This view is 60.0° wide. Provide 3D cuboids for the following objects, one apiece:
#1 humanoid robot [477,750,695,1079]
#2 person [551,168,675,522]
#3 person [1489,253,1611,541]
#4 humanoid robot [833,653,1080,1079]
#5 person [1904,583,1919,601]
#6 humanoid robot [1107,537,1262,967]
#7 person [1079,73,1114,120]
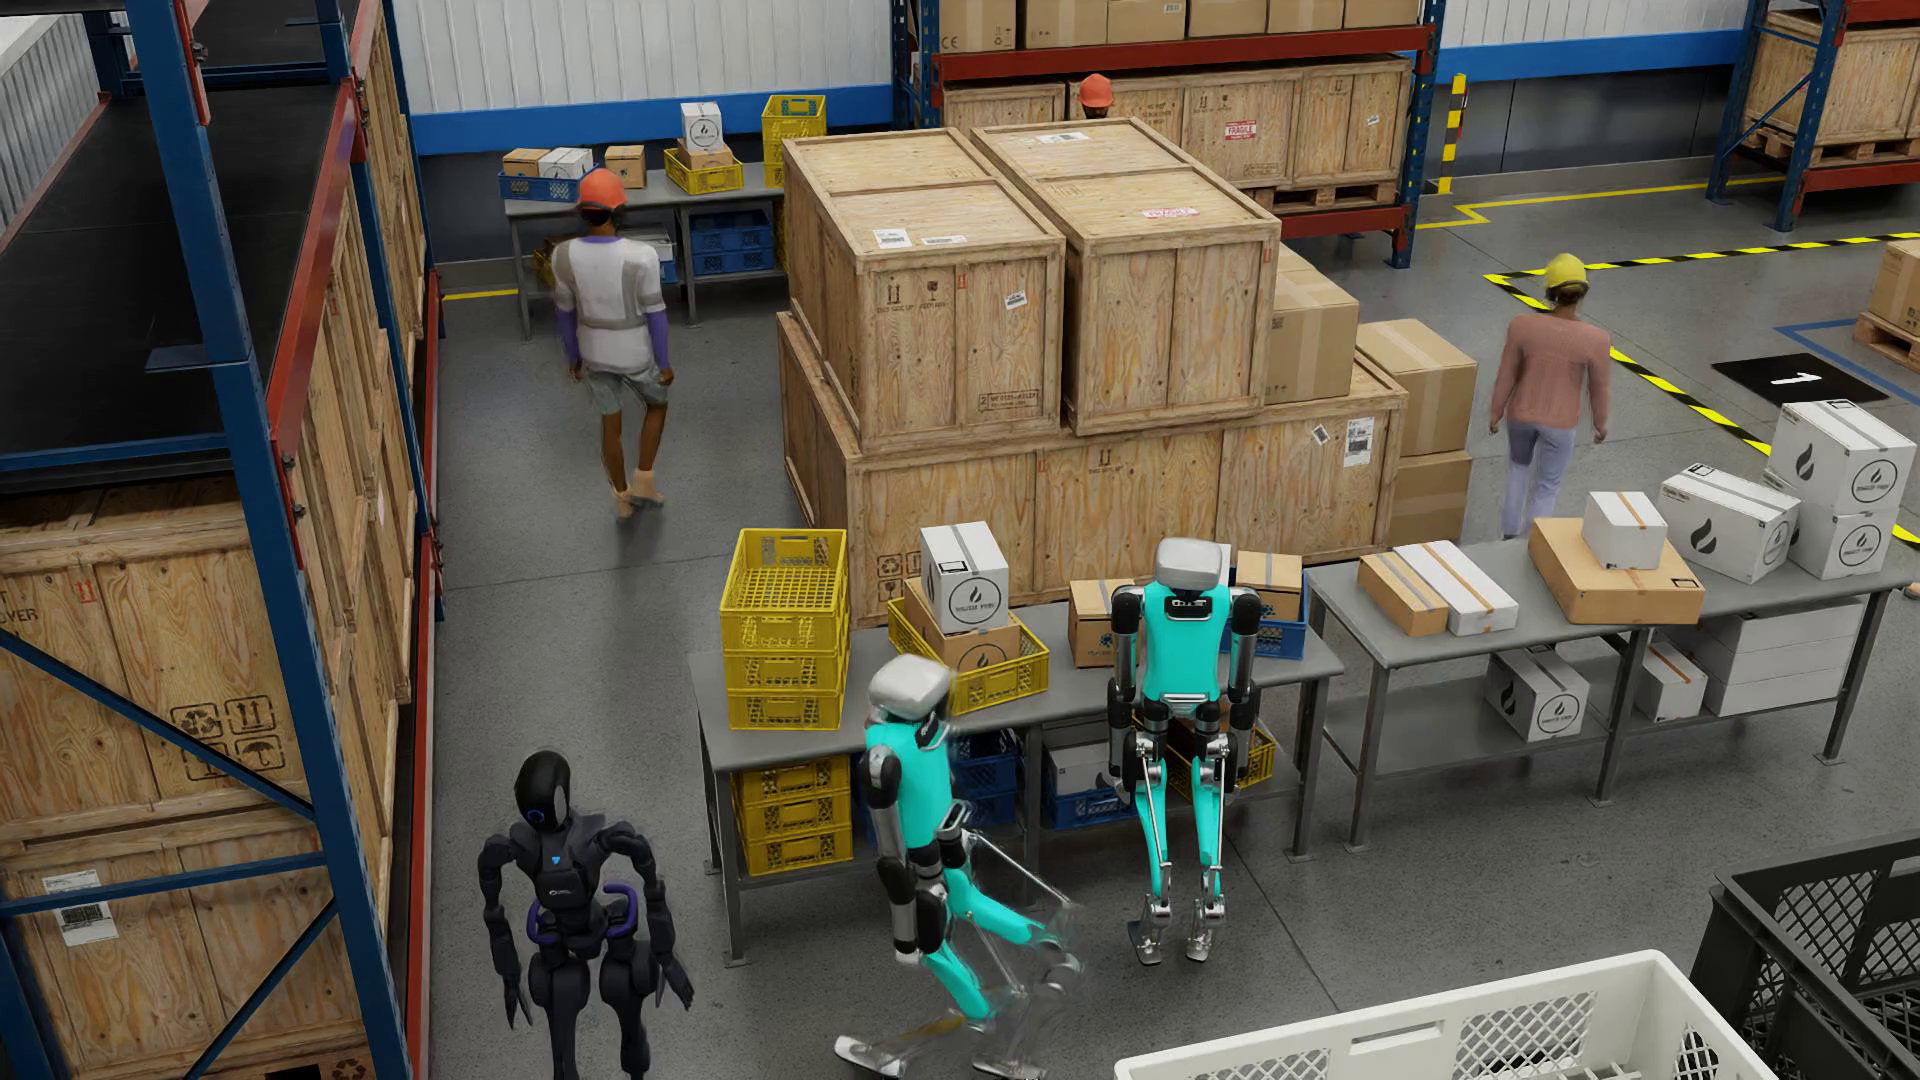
[{"bbox_3d":[-1.154,1.338,5.235,0.609,1.641,0.515,-3,29,-6],"label":"humanoid robot"},{"bbox_3d":[-1.881,-1.046,9.187,0.630,2.032,0.437,4,29,7],"label":"person"},{"bbox_3d":[3.107,-0.646,8.748,0.577,1.747,0.496,19,34,30],"label":"person"},{"bbox_3d":[0.028,1.186,5.443,0.995,1.739,0.549,10,30,17],"label":"humanoid robot"},{"bbox_3d":[5.171,-0.497,8.181,0.376,2.041,0.614,0,29,-1],"label":"person"},{"bbox_3d":[0.788,0.862,5.890,0.533,1.677,0.735,1,29,2],"label":"humanoid robot"},{"bbox_3d":[0.902,-2.234,11.442,0.545,1.938,0.374,-4,29,-8],"label":"person"}]
